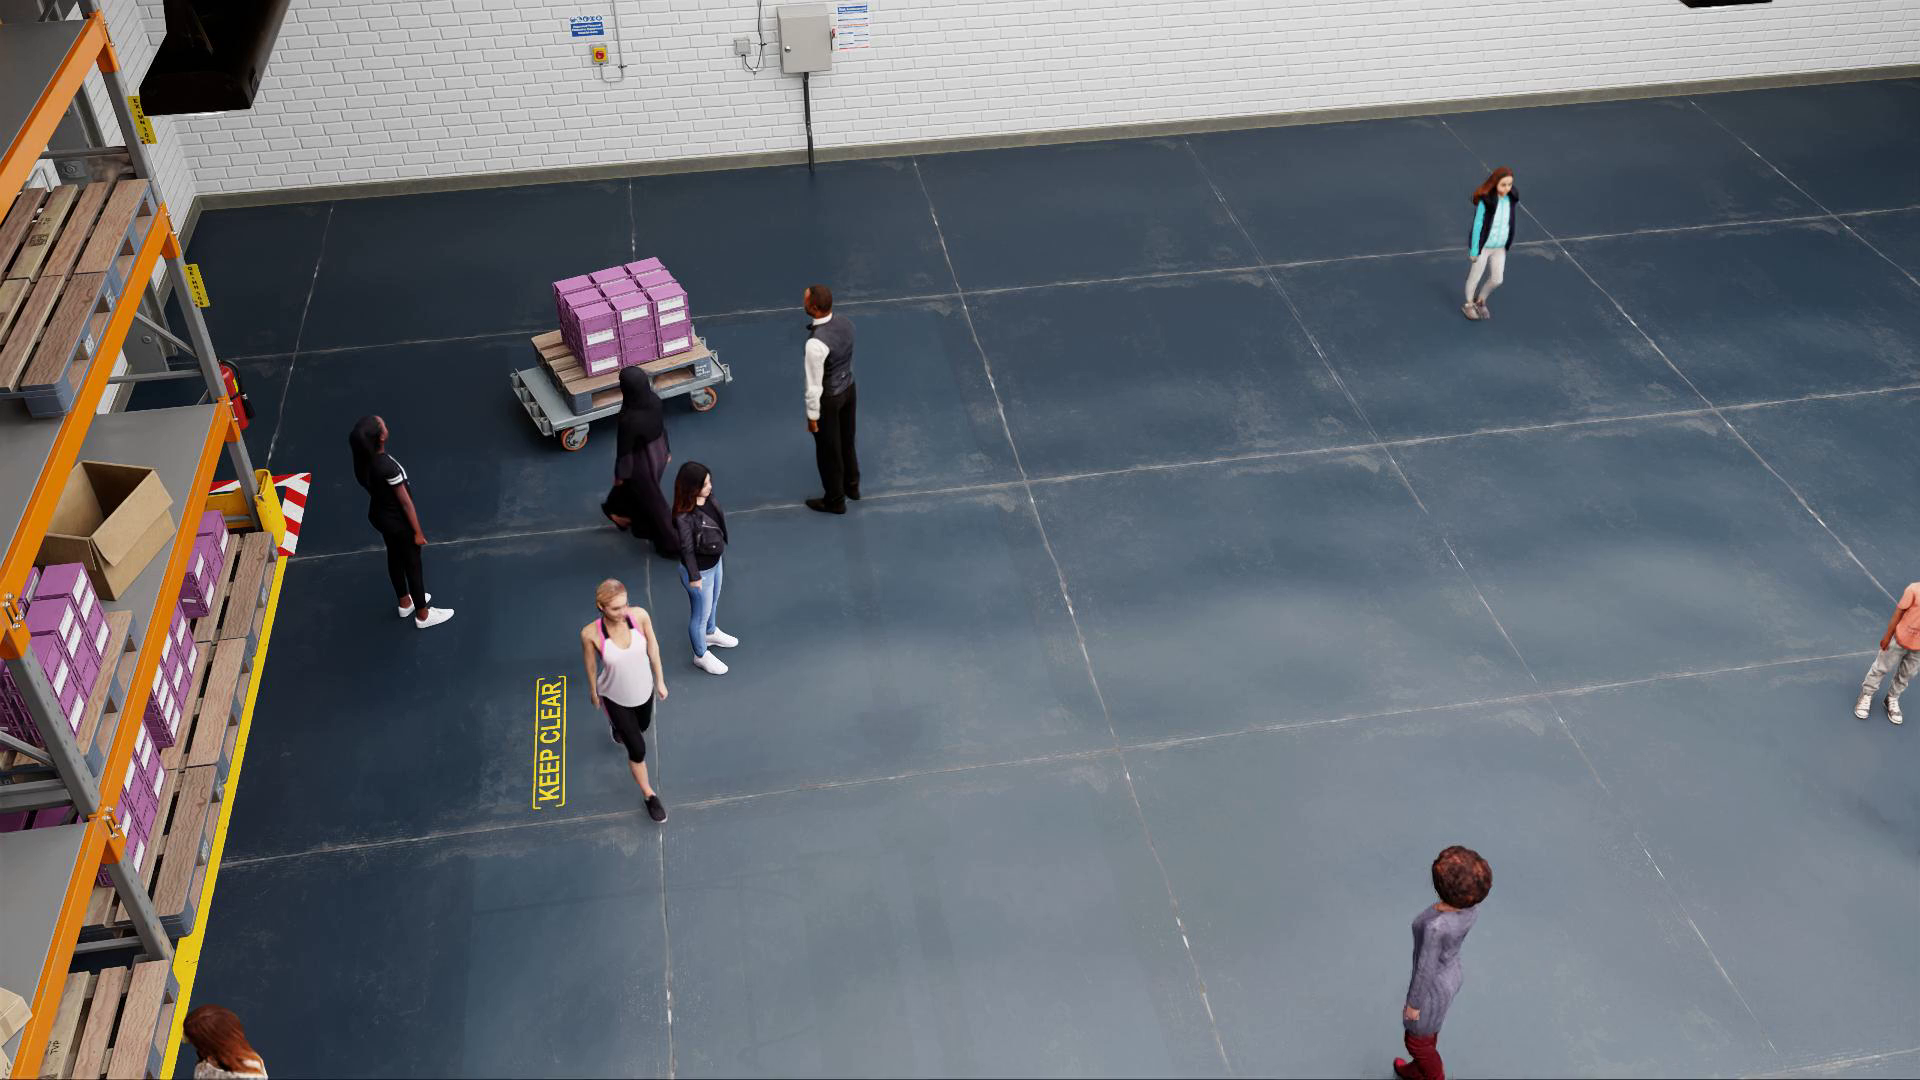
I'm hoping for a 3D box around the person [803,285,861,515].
[{"bbox_3d":[-0.959,-1.058,12.479,0.830,1.916,0.753,21,43,24],"label":"person"}]

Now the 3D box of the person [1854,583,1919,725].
[{"bbox_3d":[6.214,0.622,10.862,0.555,1.308,0.587,9,40,11],"label":"person"}]

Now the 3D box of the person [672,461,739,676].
[{"bbox_3d":[-1.732,0.158,11.179,0.767,1.638,0.624,7,39,9],"label":"person"}]

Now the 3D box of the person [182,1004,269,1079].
[{"bbox_3d":[-3.340,2.732,7.884,0.627,1.727,0.711,30,47,32],"label":"person"}]

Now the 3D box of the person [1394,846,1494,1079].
[{"bbox_3d":[2.435,2.296,8.464,0.933,1.685,0.861,23,44,26],"label":"person"}]

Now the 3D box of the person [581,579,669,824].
[{"bbox_3d":[-2.057,0.876,10.185,0.858,1.756,1.191,-20,43,-23],"label":"person"}]

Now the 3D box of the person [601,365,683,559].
[{"bbox_3d":[-2.234,-0.550,12.091,1.048,1.606,1.088,15,41,18],"label":"person"}]

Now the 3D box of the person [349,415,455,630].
[{"bbox_3d":[-3.892,-0.139,11.481,0.699,1.726,0.776,29,47,31],"label":"person"}]

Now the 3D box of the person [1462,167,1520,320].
[{"bbox_3d":[4.688,-2.675,14.847,0.605,1.487,0.634,-11,40,-13],"label":"person"}]
